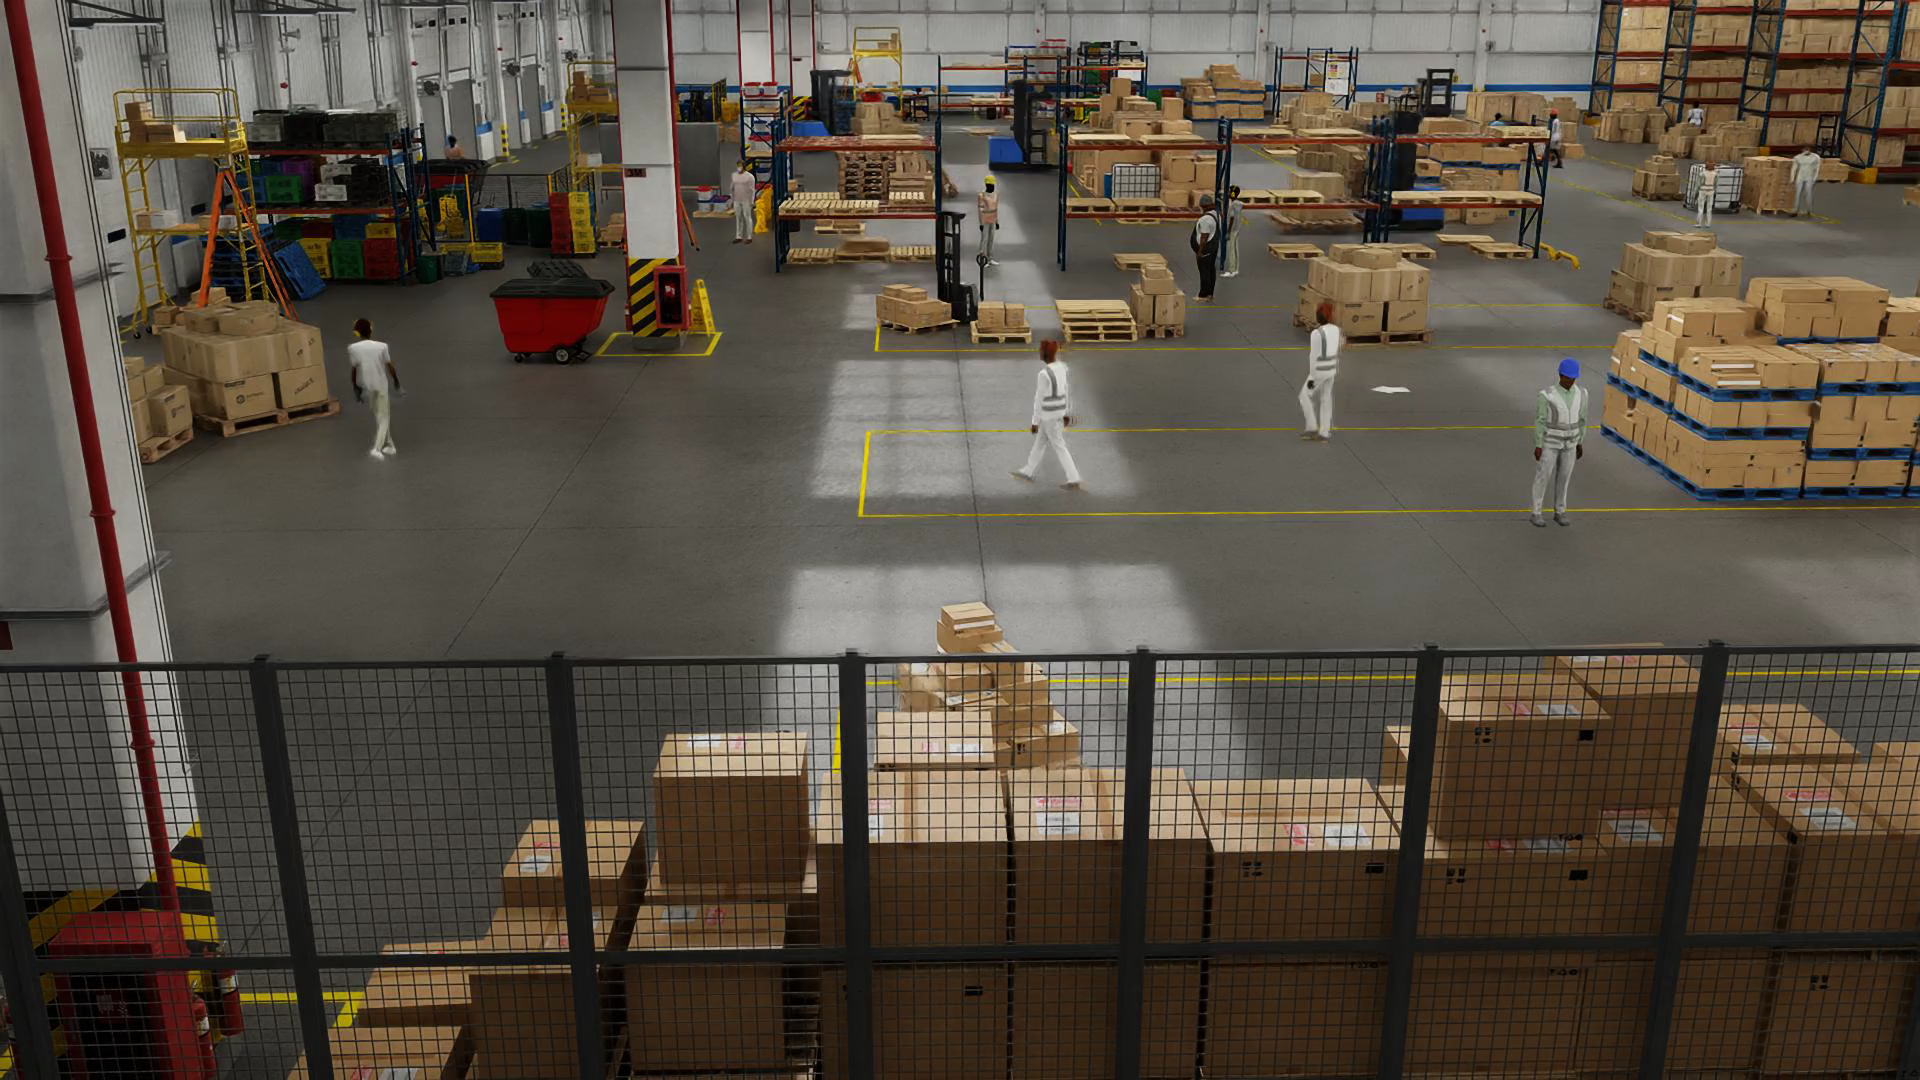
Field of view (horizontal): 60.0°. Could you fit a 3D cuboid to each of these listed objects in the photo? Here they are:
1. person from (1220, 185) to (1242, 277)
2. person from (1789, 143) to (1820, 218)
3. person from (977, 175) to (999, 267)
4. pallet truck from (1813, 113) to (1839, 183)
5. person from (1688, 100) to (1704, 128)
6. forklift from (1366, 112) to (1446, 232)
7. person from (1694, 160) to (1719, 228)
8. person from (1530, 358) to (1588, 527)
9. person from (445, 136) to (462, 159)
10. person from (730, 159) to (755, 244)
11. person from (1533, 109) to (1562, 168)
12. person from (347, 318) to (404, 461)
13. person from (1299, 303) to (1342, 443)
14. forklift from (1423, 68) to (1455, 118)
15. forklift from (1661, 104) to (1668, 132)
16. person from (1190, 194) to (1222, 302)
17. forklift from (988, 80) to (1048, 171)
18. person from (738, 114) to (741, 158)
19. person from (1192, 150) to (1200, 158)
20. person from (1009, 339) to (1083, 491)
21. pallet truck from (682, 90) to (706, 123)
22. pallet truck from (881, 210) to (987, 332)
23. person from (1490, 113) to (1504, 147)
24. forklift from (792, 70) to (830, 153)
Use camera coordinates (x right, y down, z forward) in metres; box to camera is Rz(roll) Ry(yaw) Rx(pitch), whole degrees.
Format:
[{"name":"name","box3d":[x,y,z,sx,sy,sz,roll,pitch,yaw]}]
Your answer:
[{"name":"person","box3d":[5.616,-6.372,34.325,0.326,1.876,0.520,11,21,29]},{"name":"person","box3d":[21.766,-9.265,42.844,0.705,1.915,0.506,16,24,39]},{"name":"person","box3d":[0.622,-6.827,35.588,0.364,1.930,0.588,16,24,39]},{"name":"pallet truck","box3d":[26.403,-11.957,50.702,0.823,1.965,1.885,6,19,16]},{"name":"person","box3d":[26.854,-15.197,60.780,0.541,1.696,0.317,-1,19,-2]},{"name":"forklift","box3d":[10.837,-8.975,40.496,1.873,2.768,1.129,-1,19,-2]},{"name":"person","box3d":[18.470,-8.555,41.164,0.523,1.638,0.311,1,19,3]},{"name":"person","box3d":[6.681,-1.085,18.552,0.600,1.940,0.418,-4,19,-11]},{"name":"person","box3d":[-14.342,-10.595,47.118,0.555,1.686,0.390,4,19,13]},{"name":"person","box3d":[-5.050,-7.847,38.603,0.631,1.940,0.372,7,20,20]},{"name":"person","box3d":[19.319,-13.106,54.291,0.986,1.886,0.563,11,22,30]},{"name":"person","box3d":[-7.431,-1.916,21.186,0.594,1.826,0.646,-1,19,-2]},{"name":"person","box3d":[4.728,-2.207,21.975,0.615,1.867,0.523,-15,24,-37]},{"name":"forklift","box3d":[17.382,-15.723,60.515,1.129,2.768,1.873,-1,19,-1]},{"name":"forklift","box3d":[28.995,-17.685,66.336,1.873,2.768,1.129,0,19,-1]},{"name":"person","box3d":[4.650,-5.568,31.683,0.536,2.000,0.675,11,21,29]},{"name":"forklift","box3d":[1.865,-13.266,53.226,1.873,2.768,1.129,0,19,-1]},{"name":"person","box3d":[-7.316,-13.809,56.305,0.387,1.927,0.589,0,19,1]},{"name":"person","box3d":[6.392,-10.134,45.569,0.453,1.829,0.628,-2,19,-6]},{"name":"person","box3d":[1.068,-1.503,19.948,1.016,1.830,0.594,10,21,26]},{"name":"pallet truck","box3d":[-9.671,-15.907,62.421,0.823,1.965,1.885,5,19,15]},{"name":"pallet truck","box3d":[-0.493,-4.759,29.349,1.885,1.965,0.823,-13,23,-34]},{"name":"person","box3d":[17.772,-13.375,55.424,0.555,1.639,0.862,-10,21,-27]},{"name":"forklift","box3d":[-4.981,-15.241,59.083,1.873,2.768,1.129,-10,21,-28]}]
